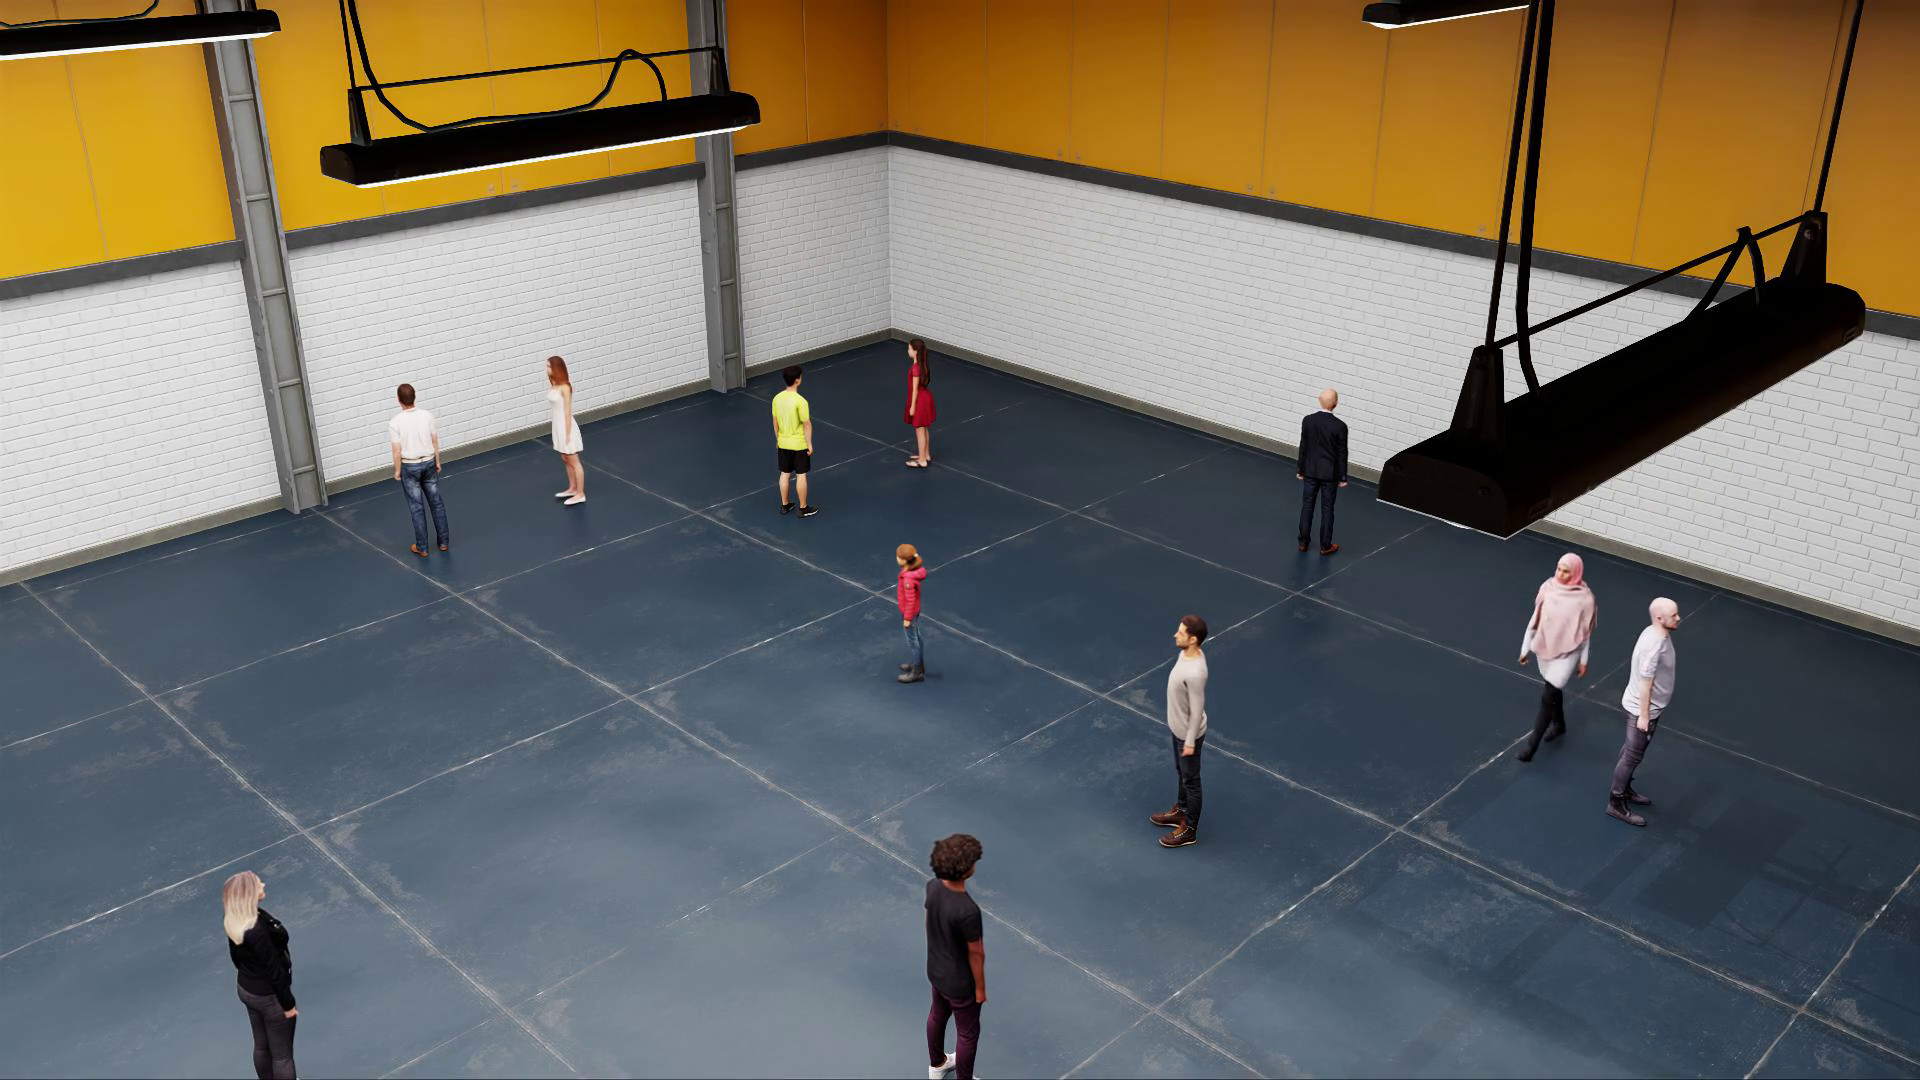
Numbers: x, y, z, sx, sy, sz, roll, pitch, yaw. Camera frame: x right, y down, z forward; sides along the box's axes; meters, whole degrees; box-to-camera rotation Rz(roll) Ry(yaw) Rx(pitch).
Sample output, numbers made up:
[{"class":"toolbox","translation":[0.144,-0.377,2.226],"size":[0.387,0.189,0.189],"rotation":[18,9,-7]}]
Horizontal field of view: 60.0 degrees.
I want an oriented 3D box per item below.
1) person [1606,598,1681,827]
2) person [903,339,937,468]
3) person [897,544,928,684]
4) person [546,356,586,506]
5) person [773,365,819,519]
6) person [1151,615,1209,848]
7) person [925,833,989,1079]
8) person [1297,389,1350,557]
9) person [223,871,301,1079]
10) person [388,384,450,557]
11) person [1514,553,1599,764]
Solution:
[{"class":"person","translation":[5.248,1.269,12.757],"size":[0.786,1.831,0.611],"rotation":[13,27,26]},{"class":"person","translation":[-0.469,-1.642,19.765],"size":[0.733,1.551,0.672],"rotation":[5,24,11]},{"class":"person","translation":[-0.428,0.639,14.843],"size":[0.650,1.315,0.576],"rotation":[2,24,5]},{"class":"person","translation":[-4.424,-1.251,18.672],"size":[0.566,1.711,0.598],"rotation":[-16,28,-33]},{"class":"person","translation":[-1.837,-1.092,18.312],"size":[0.678,1.708,0.609],"rotation":[13,27,27]},{"class":"person","translation":[1.697,1.405,12.401],"size":[0.786,1.867,0.747],"rotation":[-2,24,-5]},{"class":"person","translation":[-0.028,2.534,9.926],"size":[0.572,1.782,0.645],"rotation":[-18,29,-35]},{"class":"person","translation":[3.771,-0.716,17.338],"size":[0.749,1.800,0.679],"rotation":[13,27,27]},{"class":"person","translation":[-4.074,2.668,9.738],"size":[0.632,1.686,0.559],"rotation":[18,29,35]},{"class":"person","translation":[-5.639,-0.743,17.330],"size":[0.533,1.856,0.744],"rotation":[-18,29,-35]},{"class":"person","translation":[4.934,0.929,13.630],"size":[1.123,1.756,0.687],"rotation":[-20,31,-38]}]
